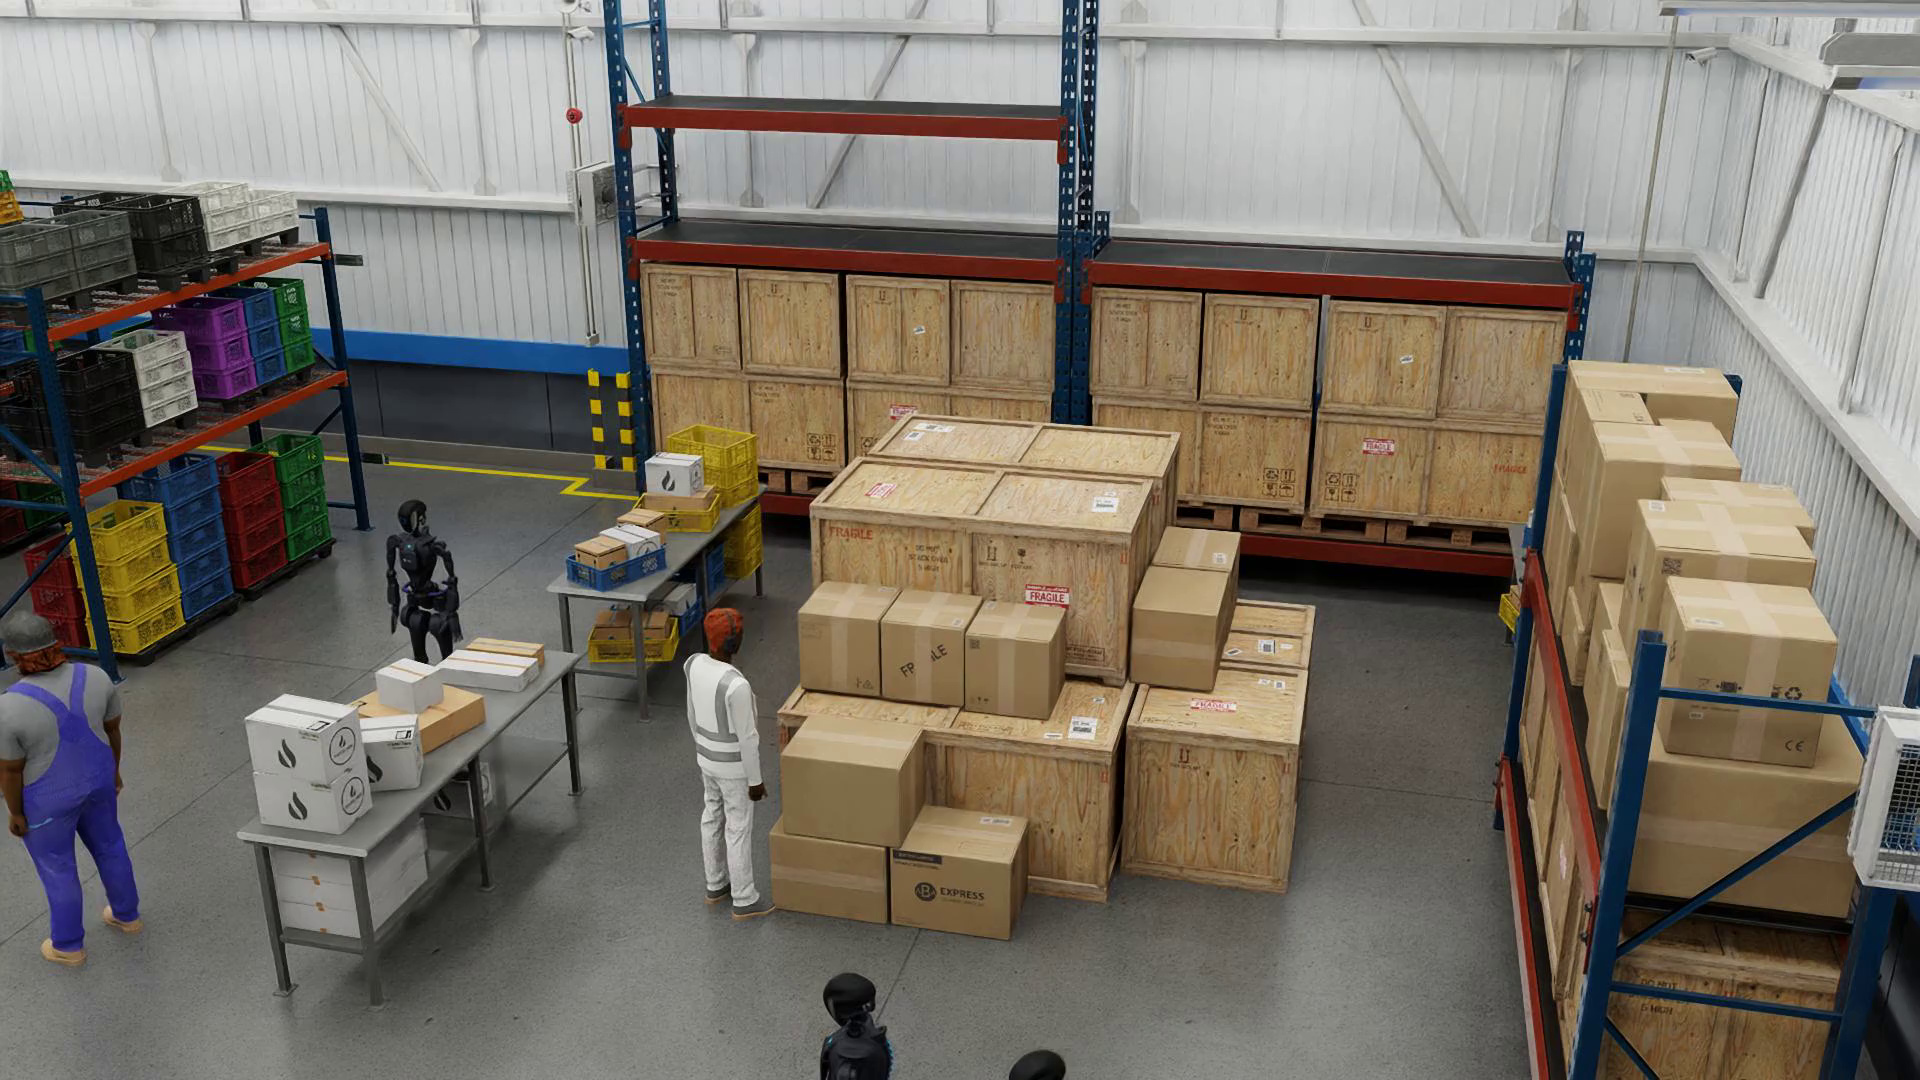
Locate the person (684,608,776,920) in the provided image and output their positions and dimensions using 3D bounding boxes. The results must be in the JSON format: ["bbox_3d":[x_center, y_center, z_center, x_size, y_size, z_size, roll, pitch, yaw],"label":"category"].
[{"bbox_3d":[-1.312,1.269,9.466,0.356,1.883,0.571,-18,27,-39],"label":"person"}]

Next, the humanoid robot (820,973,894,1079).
[{"bbox_3d":[-0.402,2.447,6.656,0.315,1.653,0.603,1,21,3],"label":"humanoid robot"}]

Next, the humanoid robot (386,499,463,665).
[{"bbox_3d":[-3.766,0.498,11.749,0.591,1.657,0.326,6,22,16],"label":"humanoid robot"}]

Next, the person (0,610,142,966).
[{"bbox_3d":[-4.929,1.325,9.101,0.535,2.000,0.680,11,24,27],"label":"person"}]

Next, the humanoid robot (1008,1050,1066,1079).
[{"bbox_3d":[0.278,2.618,6.223,0.360,1.652,0.593,-8,22,-19],"label":"humanoid robot"}]
